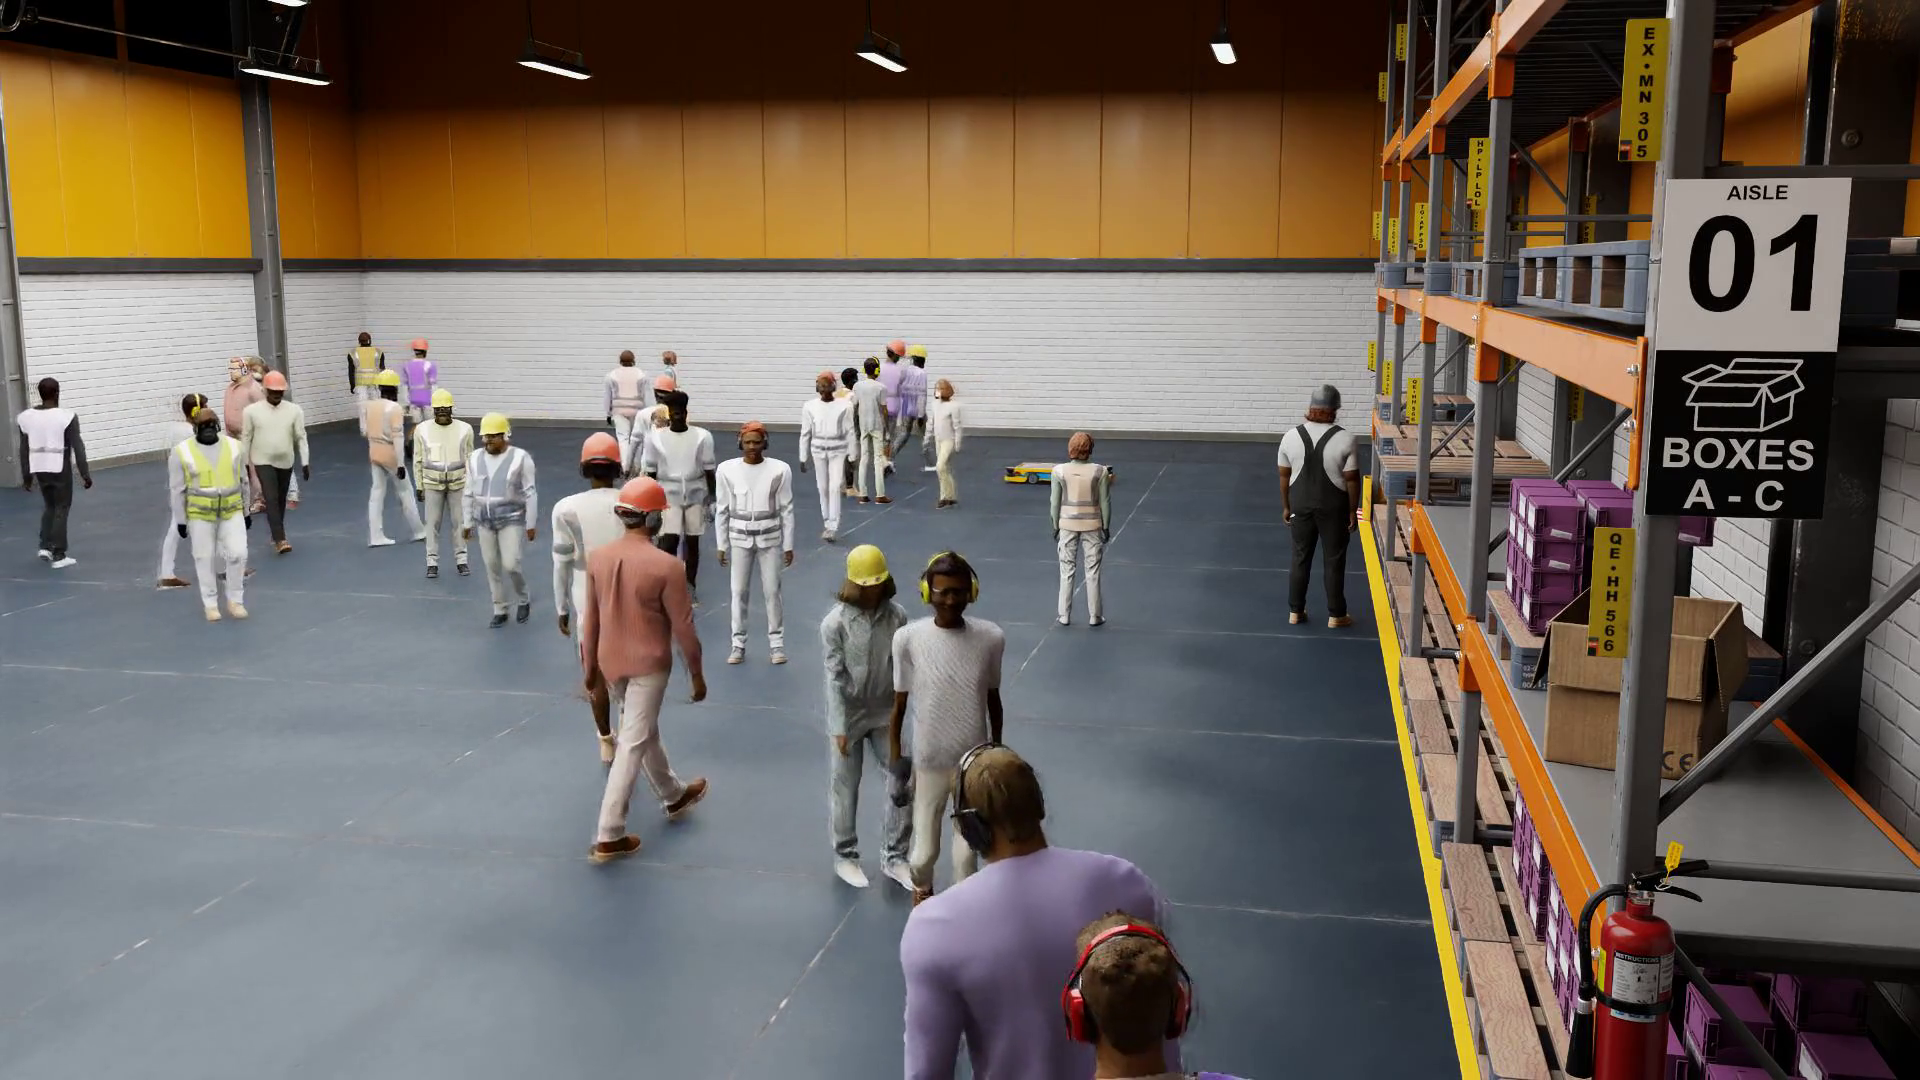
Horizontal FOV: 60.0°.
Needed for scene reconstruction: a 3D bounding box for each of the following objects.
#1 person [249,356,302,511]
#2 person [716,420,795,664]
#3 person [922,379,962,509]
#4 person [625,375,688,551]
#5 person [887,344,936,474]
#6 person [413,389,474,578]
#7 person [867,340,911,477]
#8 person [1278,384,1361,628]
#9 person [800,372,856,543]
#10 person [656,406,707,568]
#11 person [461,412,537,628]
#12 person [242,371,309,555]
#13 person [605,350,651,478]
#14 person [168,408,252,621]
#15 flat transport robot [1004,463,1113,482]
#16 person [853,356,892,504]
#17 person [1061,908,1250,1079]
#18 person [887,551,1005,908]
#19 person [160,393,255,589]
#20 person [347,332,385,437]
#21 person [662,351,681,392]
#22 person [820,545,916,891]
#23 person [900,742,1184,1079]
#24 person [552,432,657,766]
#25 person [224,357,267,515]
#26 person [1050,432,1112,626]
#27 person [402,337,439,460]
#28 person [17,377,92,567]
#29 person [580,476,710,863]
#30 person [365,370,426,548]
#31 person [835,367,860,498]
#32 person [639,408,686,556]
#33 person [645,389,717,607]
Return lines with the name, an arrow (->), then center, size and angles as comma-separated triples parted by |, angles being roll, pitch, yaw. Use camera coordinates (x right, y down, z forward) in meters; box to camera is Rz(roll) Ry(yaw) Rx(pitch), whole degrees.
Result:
person -> -8.509, -1.301, 20.450 | 0.675, 1.913, 0.471 | -3, 10, -17
person -> -1.545, 0.025, 12.597 | 0.593, 1.873, 0.368 | 0, 9, -2
person -> -0.239, -1.188, 20.664 | 0.587, 1.615, 0.512 | -7, 12, -37
person -> -3.172, -0.779, 17.440 | 0.664, 1.871, 1.018 | -2, 10, -12
person -> -0.710, -1.899, 24.142 | 0.956, 1.887, 0.600 | -7, 12, -38
person -> -4.998, -0.551, 16.156 | 0.586, 1.835, 0.403 | -4, 10, -21
person -> -1.029, -1.822, 23.359 | 0.647, 1.982, 0.600 | -2, 10, -13
person -> 3.045, -0.292, 13.976 | 0.689, 2.000, 0.539 | 5, 11, 30
person -> -1.471, -0.892, 18.157 | 0.601, 1.846, 0.889 | 2, 10, 10
person -> -2.689, -0.466, 15.867 | 0.536, 1.752, 0.561 | -6, 11, -31
person -> -3.844, -0.164, 13.878 | 0.597, 1.813, 0.420 | 2, 10, 11
person -> -7.235, -0.832, 17.603 | 0.644, 1.917, 1.078 | -7, 12, -35
person -> -4.761, -1.816, 23.882 | 0.654, 1.794, 0.927 | -2, 10, -10
person -> -6.315, -0.203, 14.096 | 0.652, 1.821, 0.574 | -7, 12, -37
flat transport robot -> 1.383, -0.932, 23.149 | 1.431, 0.197, 0.652 | 2, 10, 13
person -> -1.109, -1.386, 21.081 | 0.514, 1.872, 0.328 | 4, 10, 23
person -> 0.319, 1.605, 3.149 | 0.589, 1.834, 0.436 | -1, 10, -8
person -> -0.060, 0.940, 7.155 | 0.513, 1.847, 0.671 | -1, 10, -9
person -> -7.184, -0.470, 15.697 | 0.551, 1.817, 0.926 | 8, 13, 41
person -> -10.440, -2.734, 29.302 | 0.624, 1.838, 0.430 | -4, 10, -23
person -> -4.686, -2.258, 27.024 | 0.310, 1.638, 0.522 | 0, 9, 1
person -> -0.431, 0.866, 7.998 | 0.492, 1.711, 0.606 | -6, 11, -31
person -> 0.204, 1.431, 4.012 | 0.714, 1.899, 0.449 | -4, 10, -21
person -> -2.132, 0.362, 10.056 | 0.632, 2.032, 0.420 | -2, 10, -9
person -> -8.725, -1.265, 20.238 | 0.643, 1.909, 0.409 | 5, 11, 28
person -> 1.011, -0.085, 13.935 | 0.513, 1.641, 0.307 | 2, 10, 10
person -> -8.240, -2.128, 25.396 | 0.550, 1.921, 0.569 | 2, 10, 13
person -> -9.083, -0.676, 16.701 | 0.603, 1.902, 0.474 | 1, 9, 6
person -> -1.622, 0.635, 8.697 | 0.653, 1.934, 1.034 | 6, 11, 30
person -> -6.085, -0.892, 18.005 | 0.612, 1.893, 0.871 | 6, 11, 31
person -> -1.451, -1.397, 21.653 | 0.320, 1.698, 0.537 | -6, 11, -31
person -> -3.003, -0.539, 16.831 | 0.879, 1.586, 0.513 | -8, 12, -38
person -> -2.449, -0.355, 14.663 | 0.611, 1.945, 0.434 | -3, 10, -16
